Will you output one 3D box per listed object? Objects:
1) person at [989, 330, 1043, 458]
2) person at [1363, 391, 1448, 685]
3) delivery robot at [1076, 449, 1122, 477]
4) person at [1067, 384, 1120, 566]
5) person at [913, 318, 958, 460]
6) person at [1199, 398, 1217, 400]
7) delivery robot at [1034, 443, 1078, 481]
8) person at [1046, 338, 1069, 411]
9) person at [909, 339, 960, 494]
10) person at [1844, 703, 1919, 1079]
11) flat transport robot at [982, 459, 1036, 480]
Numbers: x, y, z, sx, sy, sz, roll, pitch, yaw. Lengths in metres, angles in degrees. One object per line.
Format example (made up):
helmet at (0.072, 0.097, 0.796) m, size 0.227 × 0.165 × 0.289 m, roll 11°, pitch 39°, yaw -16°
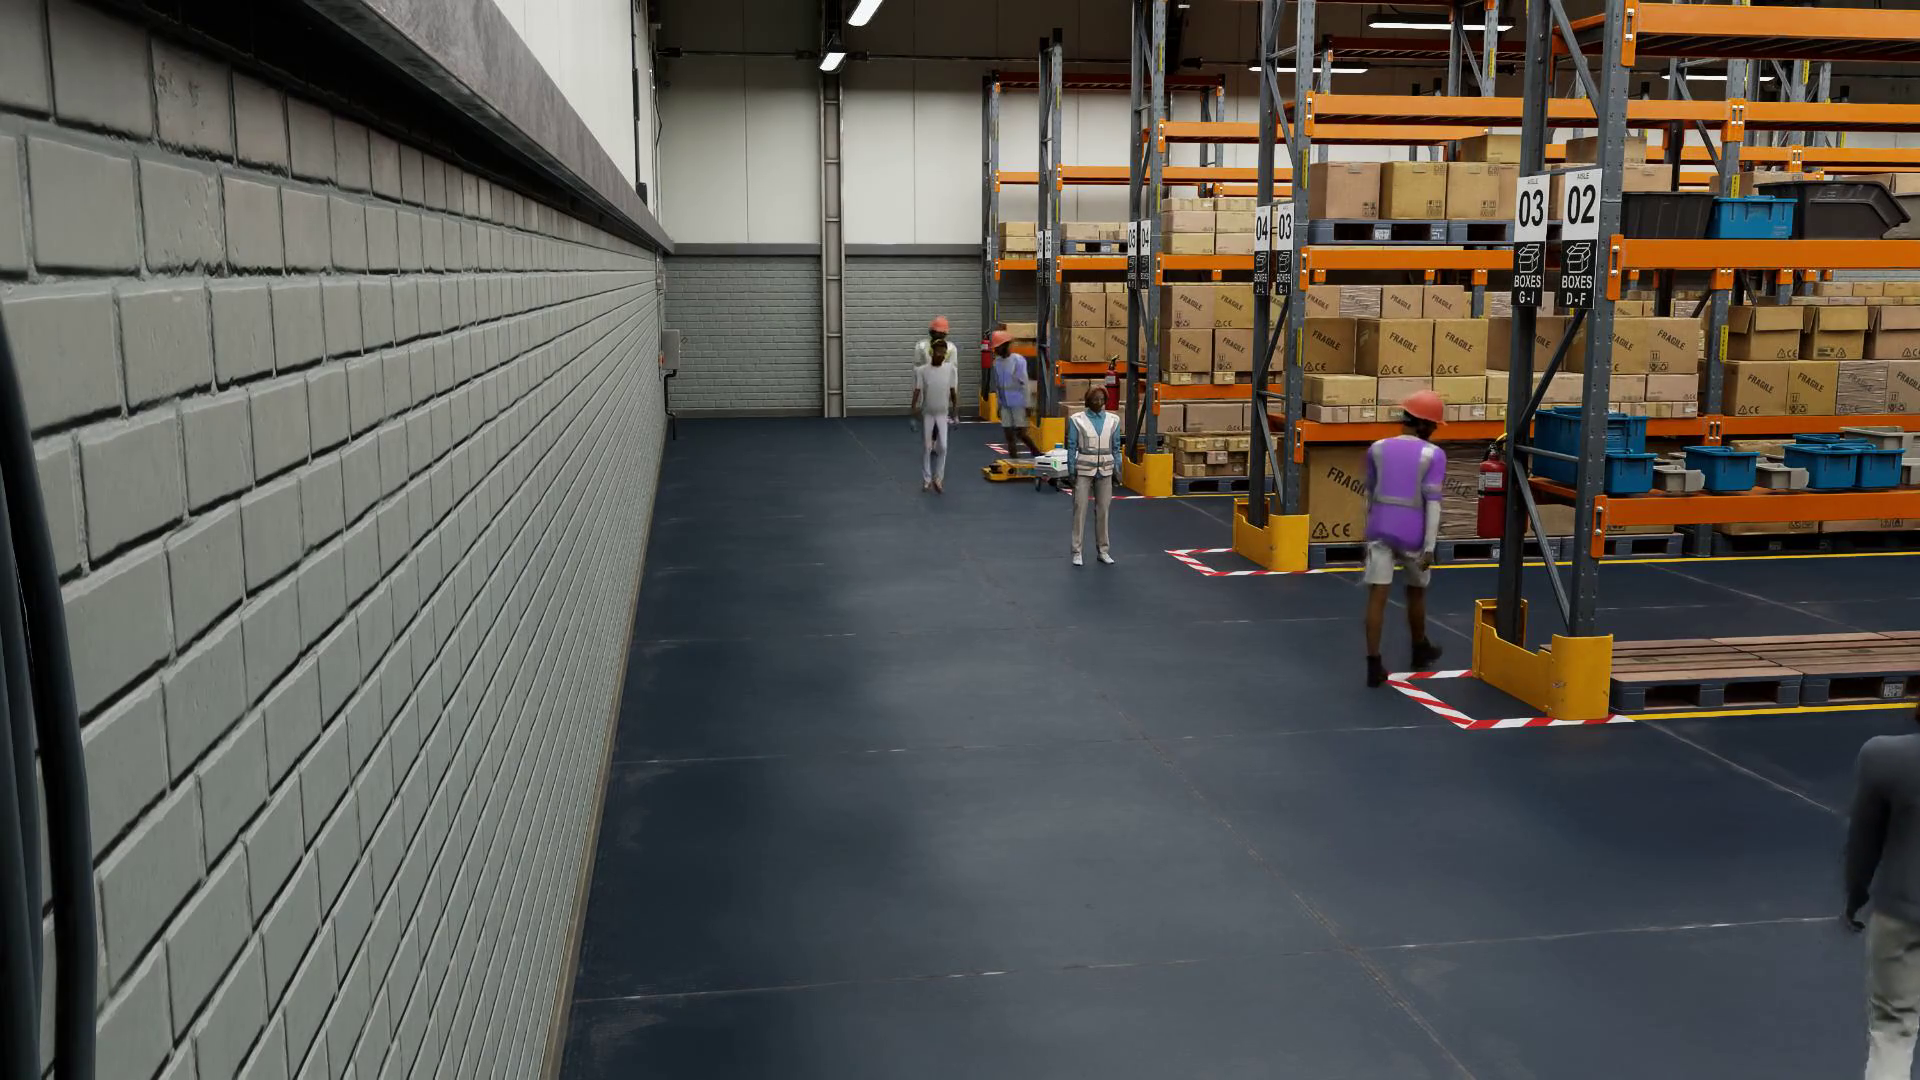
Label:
person at (0.711, -1.765, 21.507) m, size 0.677 × 1.891 × 0.616 m, roll -9°, pitch 13°, yaw -43°
person at (2.897, -0.032, 10.819) m, size 0.580 × 1.876 × 0.933 m, roll 6°, pitch 11°, yaw 33°
delivery robot at (1.652, -0.986, 20.511) m, size 0.477 × 0.478 × 0.707 m, roll -9°, pitch 13°, yaw -44°
person at (1.206, -0.590, 15.023) m, size 0.510 × 1.641 × 0.308 m, roll -3°, pitch 10°, yaw -15°
person at (-0.342, -2.135, 23.502) m, size 0.628 × 1.975 × 1.078 m, roll -1°, pitch 9°, yaw -5°
person at (4.022, -2.555, 27.185) m, size 0.363 × 1.625 × 0.518 m, roll -1°, pitch 9°, yaw -5°
delivery robot at (1.194, -0.929, 20.160) m, size 0.477 × 0.478 × 0.707 m, roll 6°, pitch 11°, yaw 33°
person at (1.469, -2.497, 26.024) m, size 0.527 × 1.885 × 0.666 m, roll -3°, pitch 10°, yaw -16°
person at (-0.298, -1.456, 19.766) m, size 0.620 × 1.828 × 0.797 m, roll -1°, pitch 9°, yaw -6°
person at (2.791, 1.097, 4.746) m, size 0.501 × 1.595 × 0.806 m, roll 5°, pitch 11°, yaw 30°
flat transport robot at (1.037, -0.911, 21.207) m, size 1.431 × 0.197 × 0.652 m, roll -1°, pitch 9°, yaw -8°
